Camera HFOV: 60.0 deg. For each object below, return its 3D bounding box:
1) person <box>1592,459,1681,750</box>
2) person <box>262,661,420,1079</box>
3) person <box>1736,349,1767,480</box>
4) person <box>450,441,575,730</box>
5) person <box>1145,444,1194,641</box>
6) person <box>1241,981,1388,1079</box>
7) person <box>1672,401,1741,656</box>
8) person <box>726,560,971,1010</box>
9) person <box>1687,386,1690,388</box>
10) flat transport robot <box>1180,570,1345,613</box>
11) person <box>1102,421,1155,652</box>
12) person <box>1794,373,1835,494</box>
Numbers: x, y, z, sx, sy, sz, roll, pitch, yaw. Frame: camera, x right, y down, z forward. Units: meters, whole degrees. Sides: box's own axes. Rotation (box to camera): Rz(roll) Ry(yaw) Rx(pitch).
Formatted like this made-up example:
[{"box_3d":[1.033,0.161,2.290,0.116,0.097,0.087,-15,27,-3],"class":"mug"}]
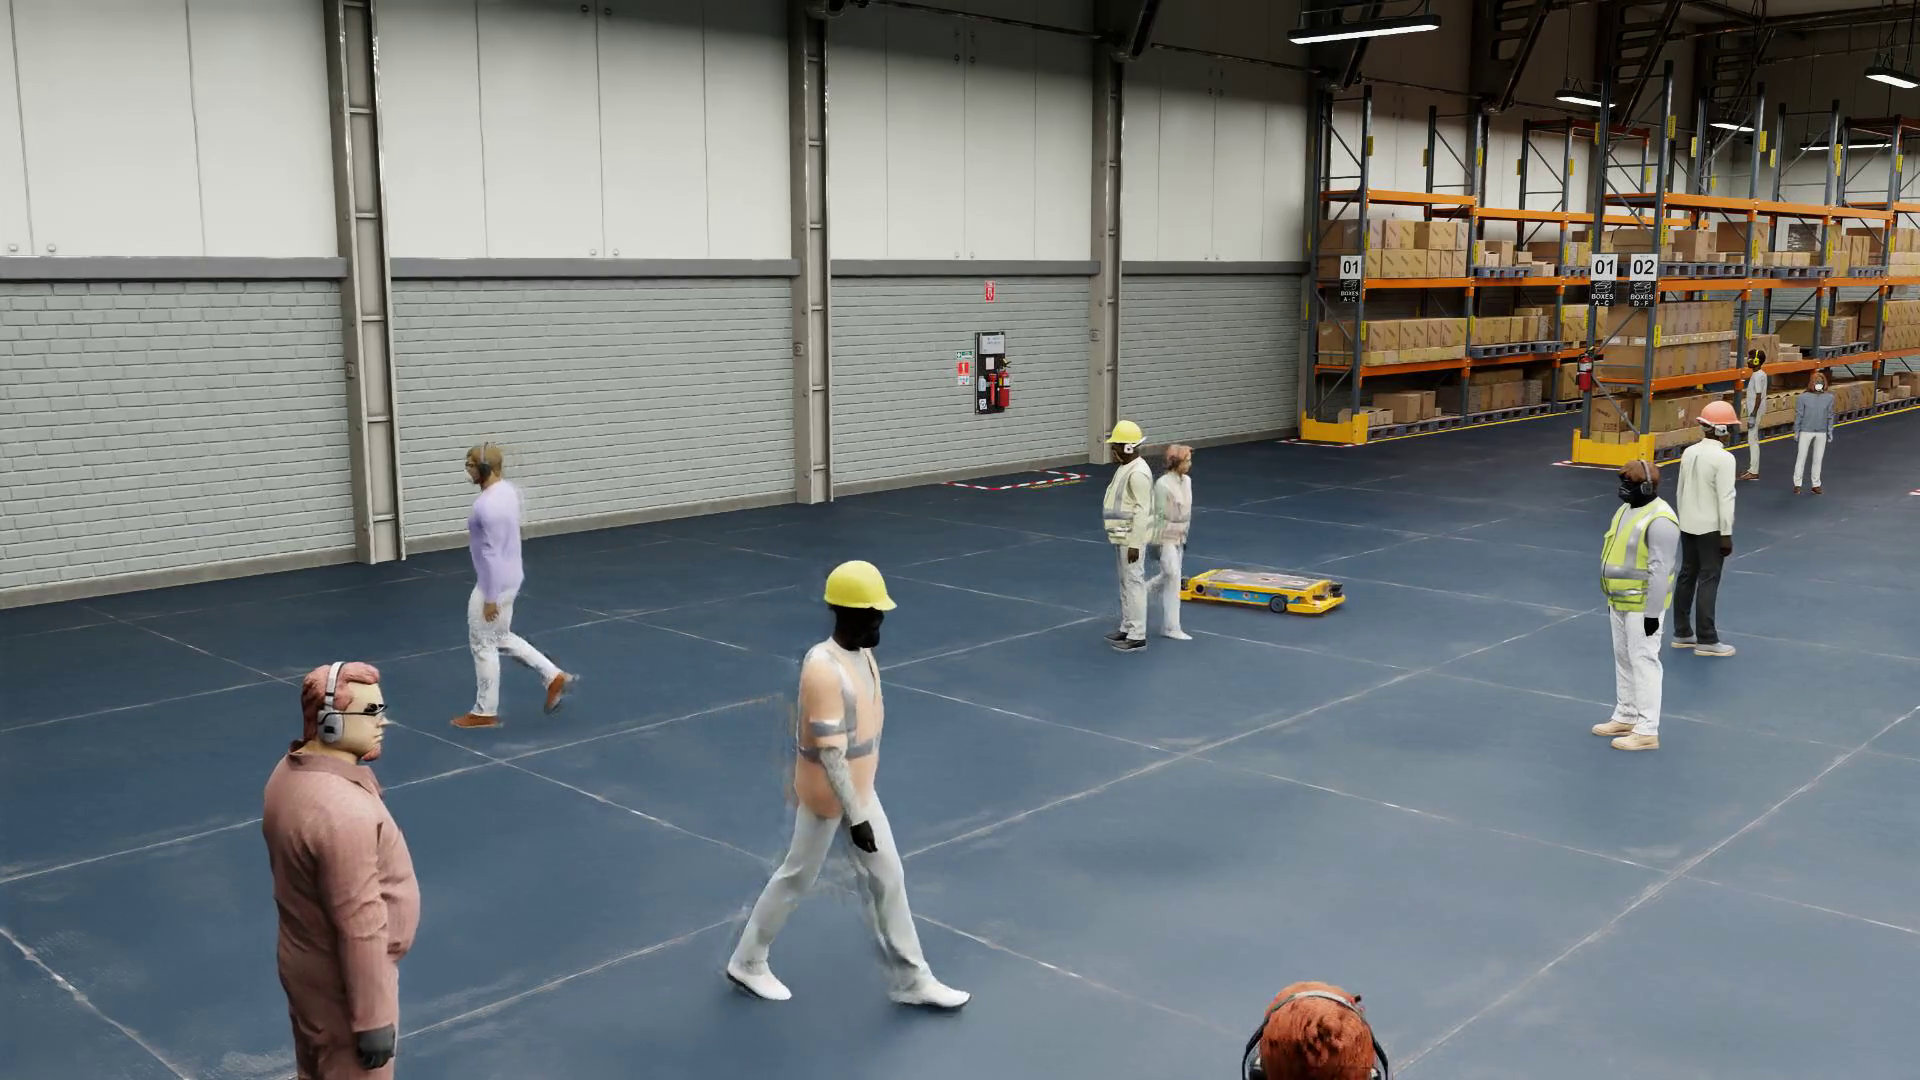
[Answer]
[{"box_3d":[4.281,0.401,10.549,0.429,1.835,0.630,0,9,-1],"class":"person"},{"box_3d":[-1.787,1.292,4.900,0.399,1.905,0.642,-7,11,-36],"class":"person"},{"box_3d":[11.324,-1.786,23.761,0.317,1.870,0.531,5,10,26],"class":"person"},{"box_3d":[-2.981,0.302,10.910,0.708,1.919,0.632,-1,9,-6],"class":"person"},{"box_3d":[1.647,-0.003,13.691,0.645,1.616,0.516,6,11,35],"class":"person"},{"box_3d":[0.593,1.664,2.813,0.586,1.850,0.927,1,9,9],"class":"person"},{"box_3d":[5.879,-0.096,13.078,0.391,1.995,0.613,-2,9,-10],"class":"person"},{"box_3d":[-0.502,1.001,6.776,1.033,1.876,0.588,3,10,20],"class":"person"},{"box_3d":[13.182,-2.793,30.616,0.285,1.633,0.497,-9,13,-43],"class":"person"},{"box_3d":[2.678,0.446,15.015,1.431,0.197,0.652,6,11,31],"class":"flat transport robot"},{"box_3d":[1.327,-0.032,13.185,0.404,1.830,0.601,-1,9,-4],"class":"person"},{"box_3d":[11.433,-1.426,22.279,0.507,1.632,0.274,1,9,7],"class":"person"}]
